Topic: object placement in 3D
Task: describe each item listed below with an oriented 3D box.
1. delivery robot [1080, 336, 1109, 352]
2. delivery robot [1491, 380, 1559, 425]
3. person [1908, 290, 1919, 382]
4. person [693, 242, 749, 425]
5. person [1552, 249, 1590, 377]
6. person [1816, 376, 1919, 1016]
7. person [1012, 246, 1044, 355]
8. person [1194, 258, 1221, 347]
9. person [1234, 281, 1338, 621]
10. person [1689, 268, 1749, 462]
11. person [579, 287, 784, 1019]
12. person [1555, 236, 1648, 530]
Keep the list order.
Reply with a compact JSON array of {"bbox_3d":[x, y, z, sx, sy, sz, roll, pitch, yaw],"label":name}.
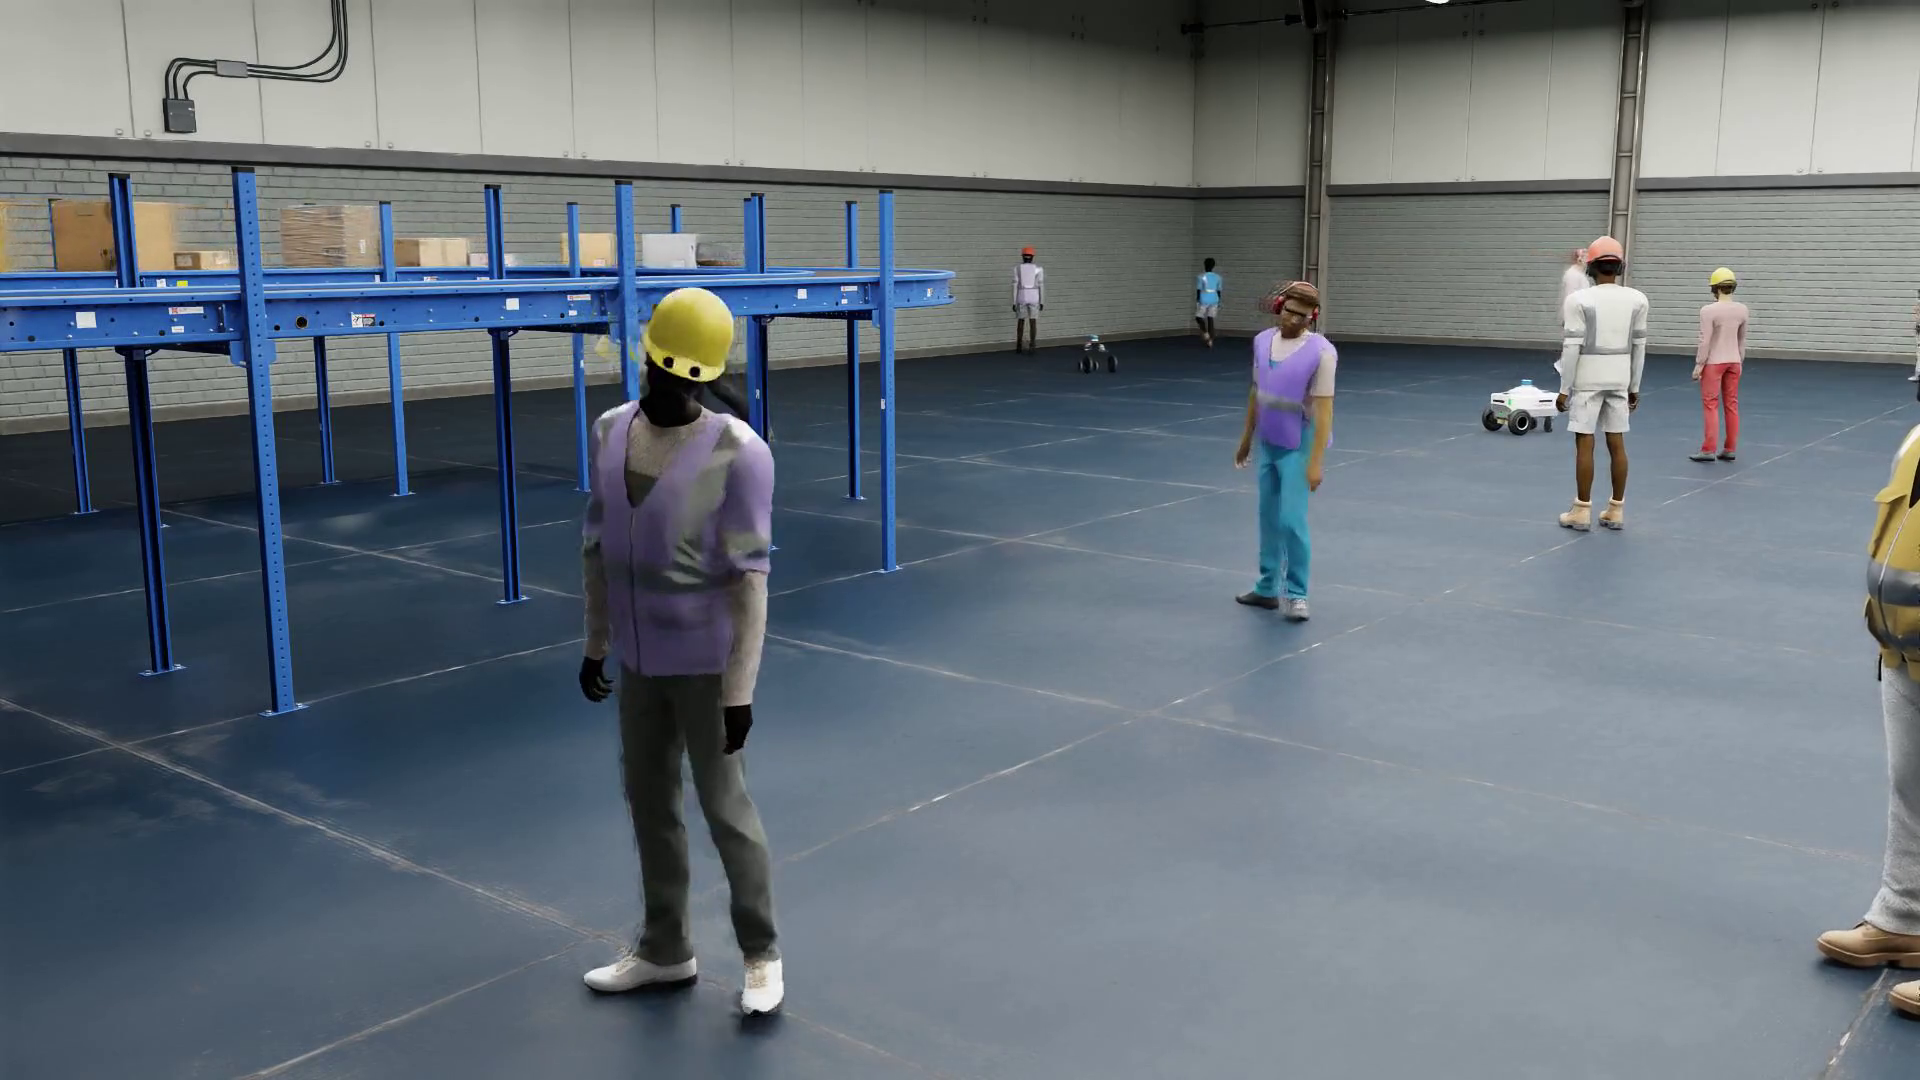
[{"bbox_3d":[2.087,-3.042,25.710,0.335,0.223,0.698,-3,11,-18],"label":"delivery robot"},{"bbox_3d":[6.001,-1.455,17.639,0.707,0.478,0.477,-4,11,-21],"label":"delivery robot"},{"bbox_3d":[13.854,-3.062,23.697,0.535,1.623,0.452,-3,11,-17],"label":"person"},{"bbox_3d":[-2.432,-1.944,16.490,0.923,2.000,0.686,-3,11,-15],"label":"person"},{"bbox_3d":[8.794,-3.187,23.652,0.425,1.892,0.674,6,12,29],"label":"person"},{"bbox_3d":[2.610,0.322,4.373,0.430,1.841,0.624,0,10,-1],"label":"person"},{"bbox_3d":[1.211,-4.273,29.643,0.561,1.934,0.504,1,10,3],"label":"person"},{"bbox_3d":[4.712,-4.519,31.625,0.546,1.680,0.372,-4,11,-22],"label":"person"},{"bbox_3d":[1.755,-0.486,8.979,0.382,1.805,0.746,-4,11,-23],"label":"person"},{"bbox_3d":[6.954,-1.605,15.259,0.530,1.765,0.326,-3,11,-17],"label":"person"},{"bbox_3d":[-0.718,0.302,4.345,0.677,1.893,0.382,7,13,36],"label":"person"},{"bbox_3d":[4.484,-1.100,11.693,0.612,2.039,0.392,-1,10,-8],"label":"person"}]
